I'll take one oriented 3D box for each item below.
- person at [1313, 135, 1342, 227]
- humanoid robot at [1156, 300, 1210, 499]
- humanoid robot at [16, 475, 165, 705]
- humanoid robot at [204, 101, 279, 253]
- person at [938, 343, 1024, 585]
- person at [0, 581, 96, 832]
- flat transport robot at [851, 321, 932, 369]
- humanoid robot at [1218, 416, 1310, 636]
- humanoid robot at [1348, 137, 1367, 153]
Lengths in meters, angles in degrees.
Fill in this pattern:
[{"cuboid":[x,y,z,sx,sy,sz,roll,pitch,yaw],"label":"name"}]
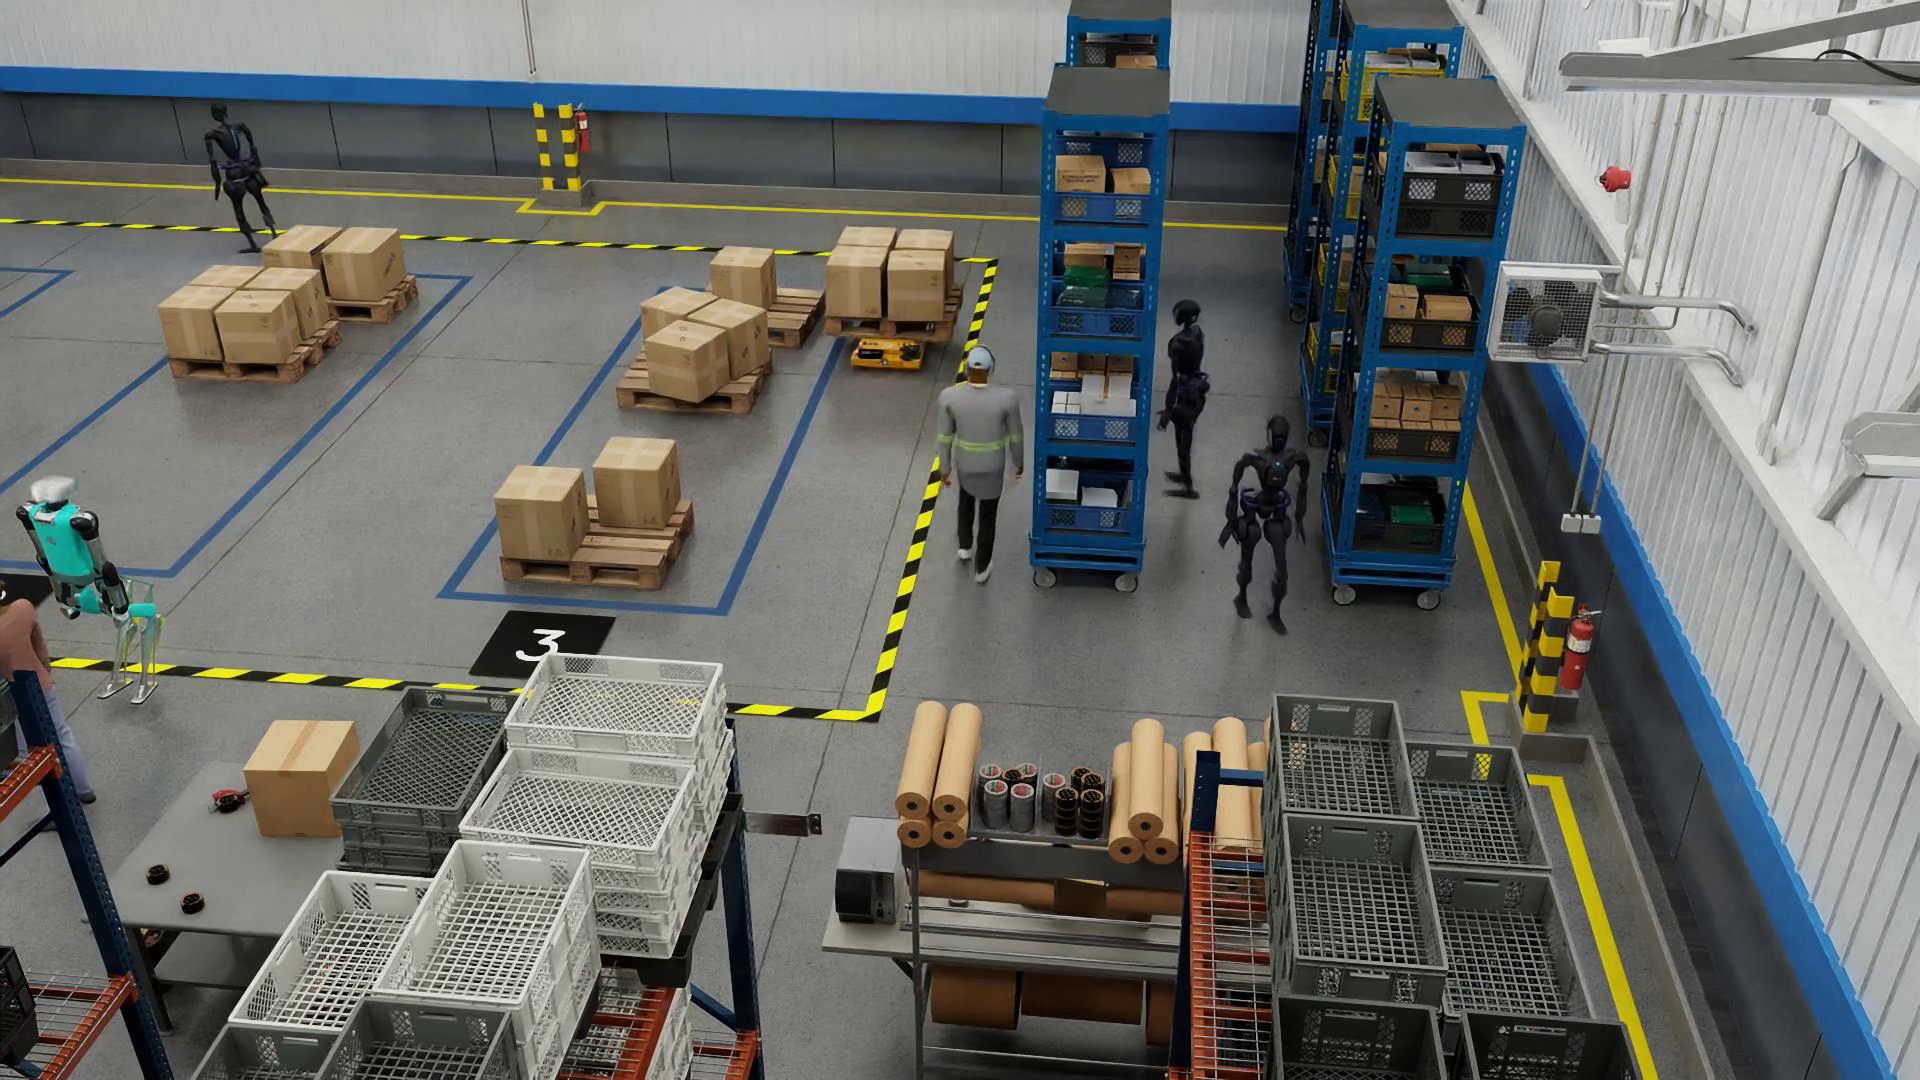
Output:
[{"cuboid":[4.003,-4.038,18.041,0.390,1.846,0.564,6,31,10],"label":"person"},{"cuboid":[1.800,-1.111,13.196,0.421,1.656,0.592,15,33,24],"label":"humanoid robot"},{"cuboid":[-5.443,0.255,10.647,0.533,1.673,0.735,8,31,14],"label":"humanoid robot"},{"cuboid":[-7.758,-3.915,18.003,0.458,1.647,0.607,22,37,33],"label":"humanoid robot"},{"cuboid":[0.167,-0.582,12.122,0.607,1.833,0.625,7,31,12],"label":"person"},{"cuboid":[-5.447,0.906,9.630,0.327,1.765,0.532,4,30,7],"label":"person"},{"cuboid":[-0.624,-2.056,16.177,0.652,0.197,1.431,3,30,6],"label":"flat transport robot"},{"cuboid":[2.111,-0.134,11.514,0.610,1.632,0.548,-3,30,-5],"label":"humanoid robot"},{"cuboid":[4.279,-3.983,18.107,0.397,1.642,0.602,-10,32,-16],"label":"humanoid robot"}]
